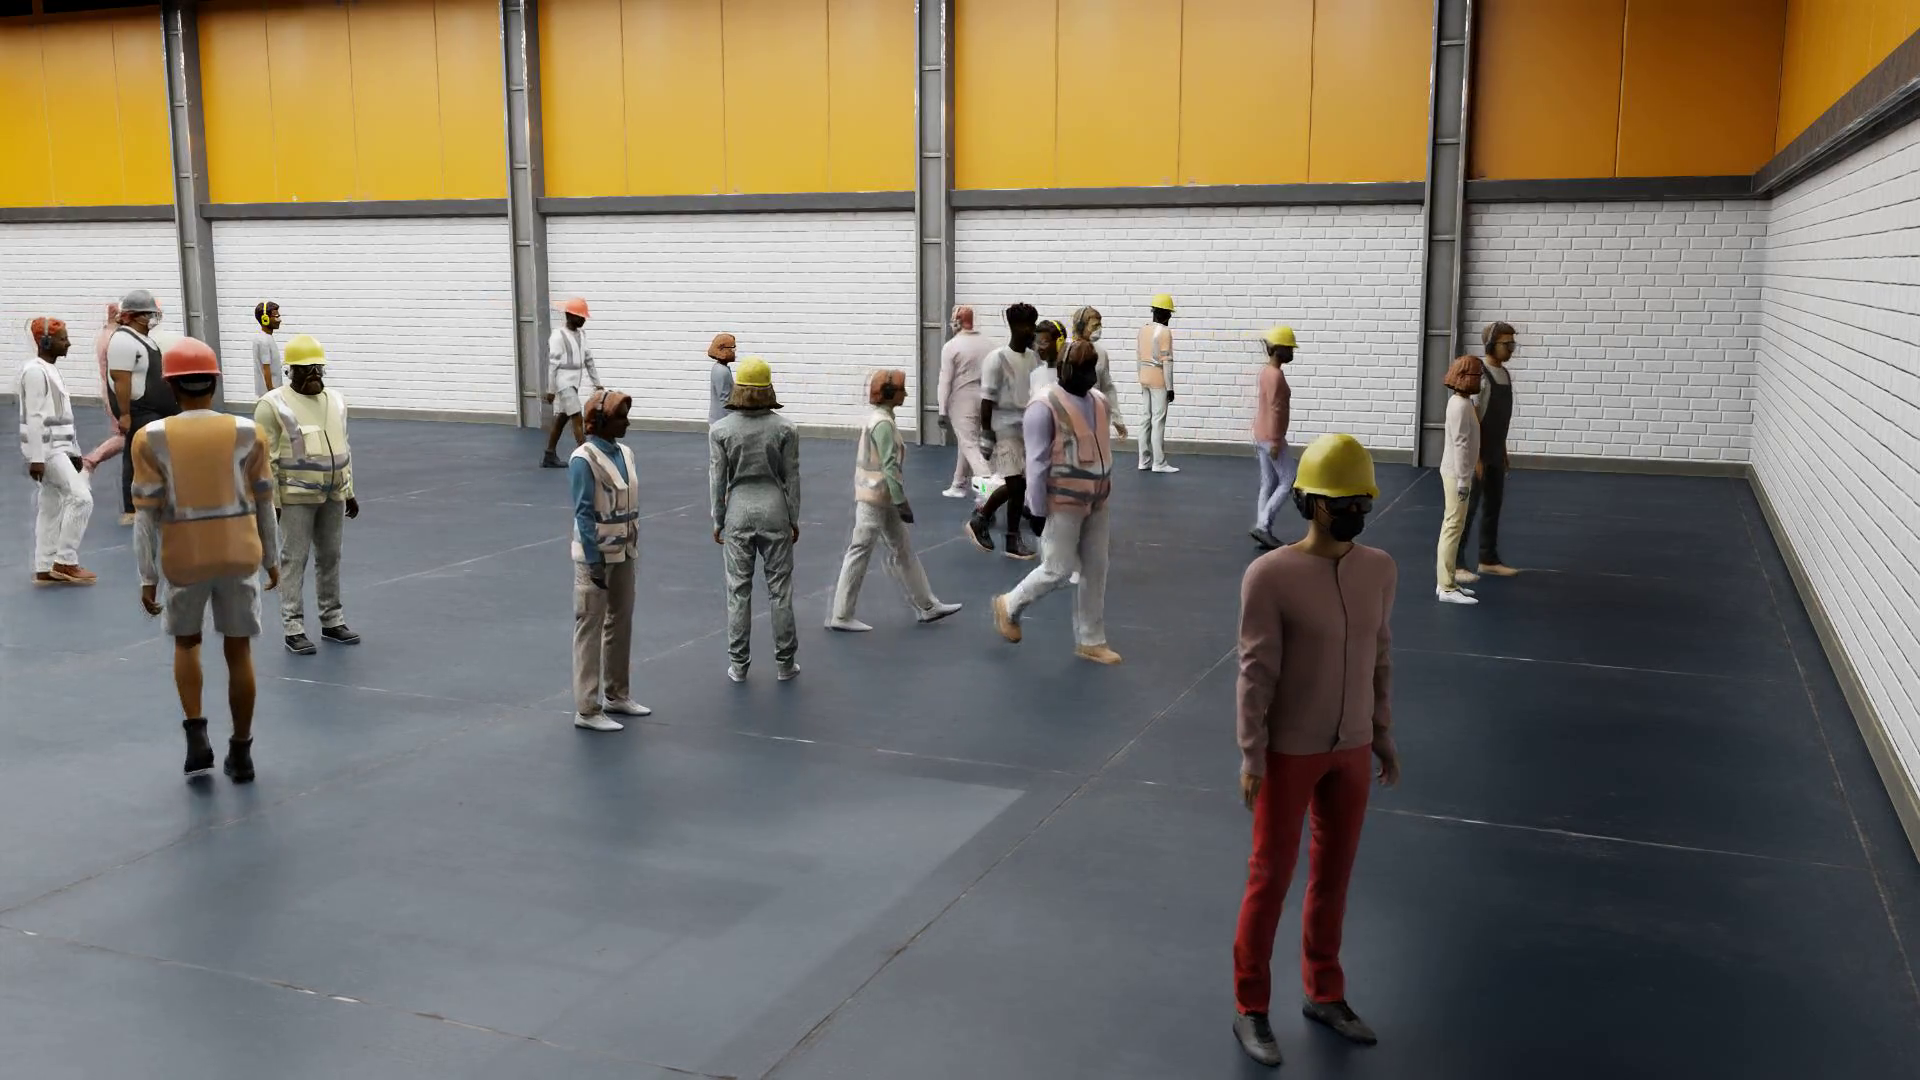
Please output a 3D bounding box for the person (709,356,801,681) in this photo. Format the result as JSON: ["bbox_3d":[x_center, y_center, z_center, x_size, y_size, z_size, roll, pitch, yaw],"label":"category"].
[{"bbox_3d":[-1.088,-0.109,8.901,0.484,1.744,0.294,-1,9,-5],"label":"person"}]

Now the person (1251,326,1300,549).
[{"bbox_3d":[2.455,-0.781,12.904,0.353,1.752,0.554,1,9,4],"label":"person"}]

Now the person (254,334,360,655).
[{"bbox_3d":[-3.739,-0.270,9.606,0.404,1.830,0.601,6,11,32],"label":"person"}]

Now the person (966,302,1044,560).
[{"bbox_3d":[0.385,-0.813,12.537,0.500,1.951,0.632,7,12,38],"label":"person"}]

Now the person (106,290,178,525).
[{"bbox_3d":[-6.851,-1.131,14.198,0.774,2.000,0.713,-2,10,-14],"label":"person"}]

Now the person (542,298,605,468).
[{"bbox_3d":[-4.216,-1.677,18.026,0.934,1.879,0.580,3,10,16],"label":"person"}]

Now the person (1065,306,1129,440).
[{"bbox_3d":[0.927,-0.901,13.226,0.667,1.915,0.640,8,12,40],"label":"person"}]

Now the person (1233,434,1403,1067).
[{"bbox_3d":[1.015,0.581,4.653,0.545,1.765,0.333,-5,10,-27],"label":"person"}]

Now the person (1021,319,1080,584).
[{"bbox_3d":[0.649,-0.572,11.358,0.420,1.856,0.564,-8,13,-42],"label":"person"}]

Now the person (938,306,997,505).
[{"bbox_3d":[0.095,-1.256,15.545,0.658,1.863,0.977,-8,13,-41],"label":"person"}]

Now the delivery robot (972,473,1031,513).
[{"bbox_3d":[0.470,-0.438,14.204,0.707,0.478,0.477,-3,10,-15],"label":"delivery robot"}]

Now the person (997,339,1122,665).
[{"bbox_3d":[0.569,-0.217,9.346,0.694,1.825,0.634,9,13,44],"label":"person"}]

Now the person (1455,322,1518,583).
[{"bbox_3d":[3.722,-0.621,11.742,0.353,1.844,0.516,9,13,44],"label":"person"}]

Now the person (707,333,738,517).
[{"bbox_3d":[-2.065,-0.991,14.575,0.286,1.633,0.500,-2,10,-11],"label":"person"}]

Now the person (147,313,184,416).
[{"bbox_3d":[-7.275,-1.239,15.080,0.640,1.966,0.748,-2,10,-12],"label":"person"}]

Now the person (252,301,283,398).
[{"bbox_3d":[-6.783,-1.409,16.410,0.317,1.865,0.531,-4,10,-25],"label":"person"}]

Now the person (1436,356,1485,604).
[{"bbox_3d":[3.318,-0.402,11.008,0.280,1.633,0.503,2,10,14],"label":"person"}]

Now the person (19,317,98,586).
[{"bbox_3d":[-6.206,-0.604,11.511,0.562,1.865,0.623,-3,10,-20],"label":"person"}]

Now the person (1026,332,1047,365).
[{"bbox_3d":[0.694,-1.241,15.989,0.534,1.675,0.369,-1,9,-5],"label":"person"}]

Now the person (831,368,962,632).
[{"bbox_3d":[-0.395,-0.229,10.067,0.850,1.598,0.521,0,9,0],"label":"person"}]

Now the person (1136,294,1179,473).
[{"bbox_3d":[2.127,-1.682,17.902,0.381,1.919,0.584,-5,10,-26],"label":"person"}]

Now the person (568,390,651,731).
[{"bbox_3d":[-1.702,0.094,8.016,0.311,1.633,0.519,3,10,18],"label":"person"}]

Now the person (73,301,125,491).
[{"bbox_3d":[-8.220,-1.371,16.145,0.729,1.880,0.668,-6,11,-31],"label":"person"}]

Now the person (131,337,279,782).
[{"bbox_3d":[-3.230,0.091,7.159,0.560,1.915,0.453,-4,10,-25],"label":"person"}]
